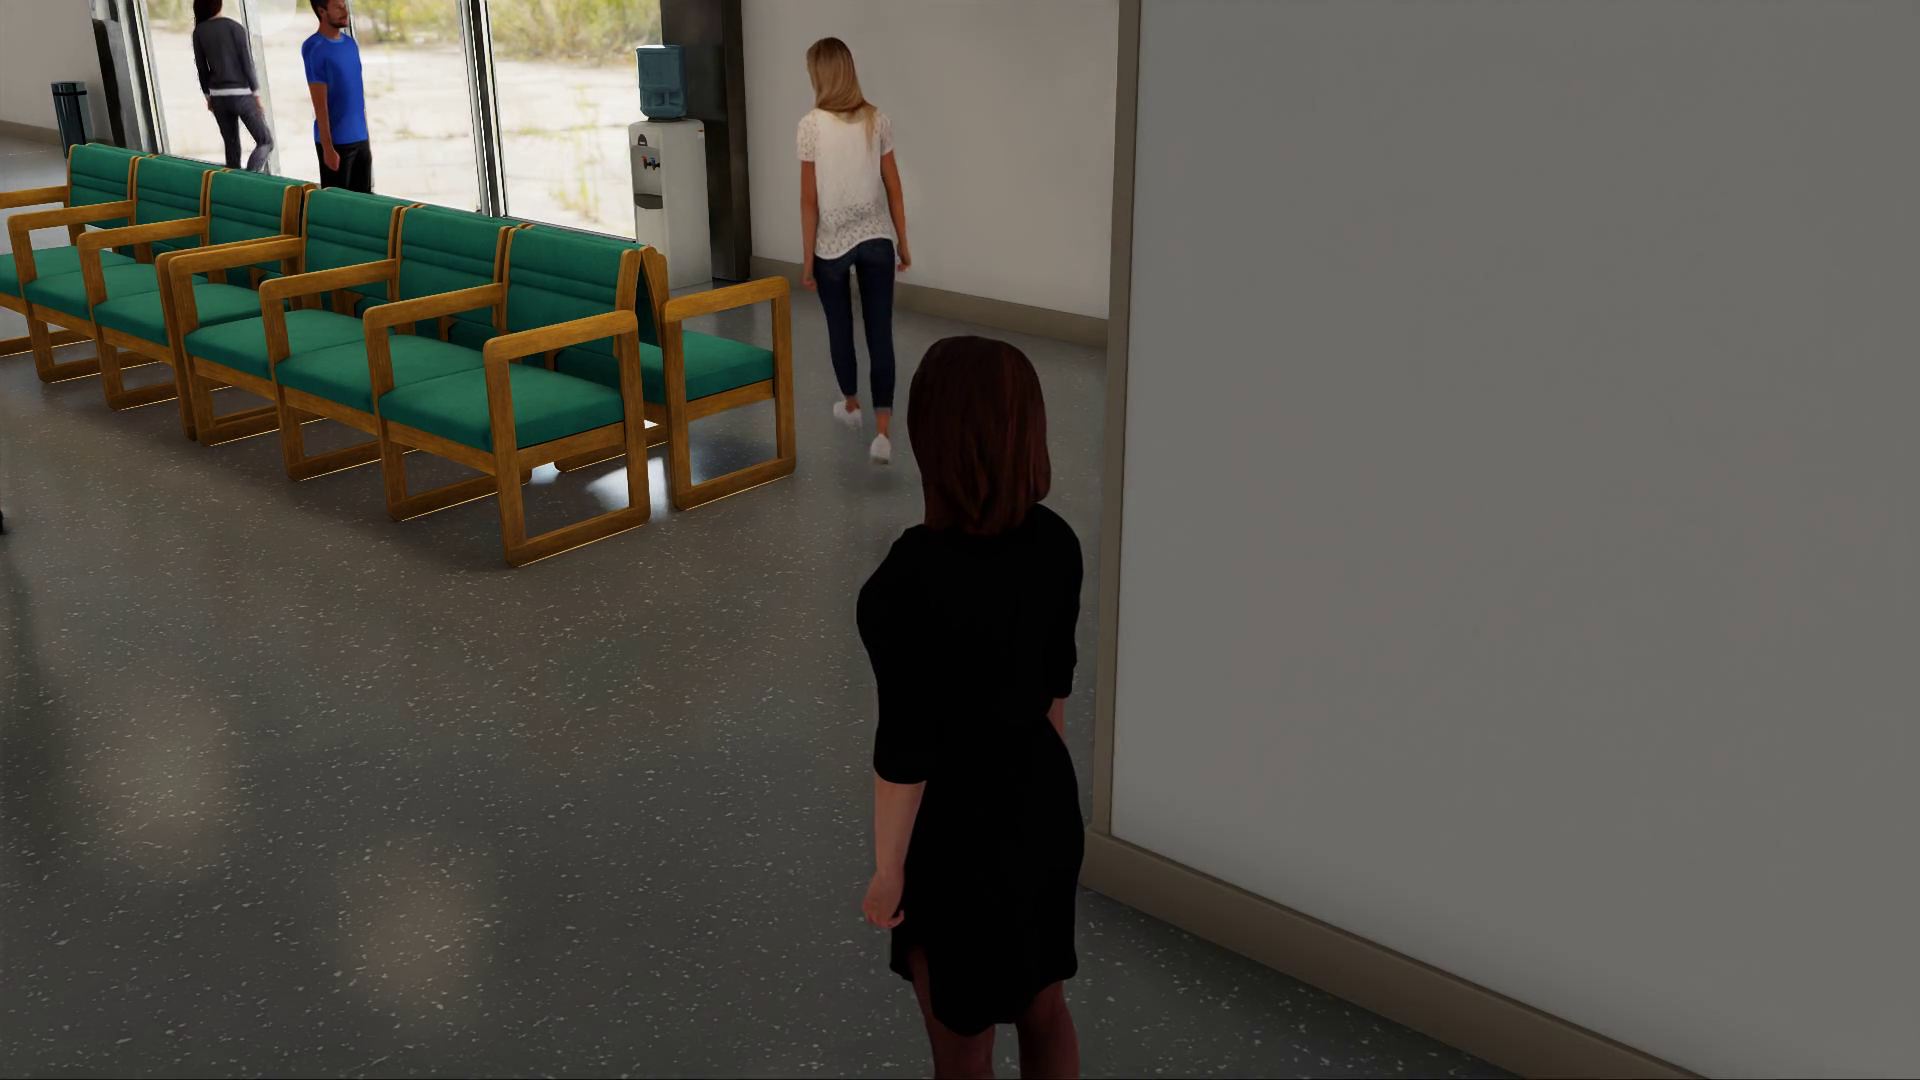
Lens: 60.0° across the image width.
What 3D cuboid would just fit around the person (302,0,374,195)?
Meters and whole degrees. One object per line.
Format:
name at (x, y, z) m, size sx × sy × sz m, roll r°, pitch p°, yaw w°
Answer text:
person at (-3.865, -2.489, 10.383) m, size 0.755 × 1.866 × 0.635 m, roll 5°, pitch 21°, yaw 13°

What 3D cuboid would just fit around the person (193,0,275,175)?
person at (-5.798, -3.507, 13.214) m, size 0.848 × 1.764 × 0.913 m, roll 2°, pitch 21°, yaw 4°

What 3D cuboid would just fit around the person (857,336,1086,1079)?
person at (0.043, 0.501, 2.715) m, size 0.476 × 1.706 × 0.670 m, roll -18°, pitch 27°, yaw -40°

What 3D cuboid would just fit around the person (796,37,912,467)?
person at (-0.427, -1.155, 7.015) m, size 1.231 × 1.757 × 1.194 m, roll -5°, pitch 21°, yaw -12°
